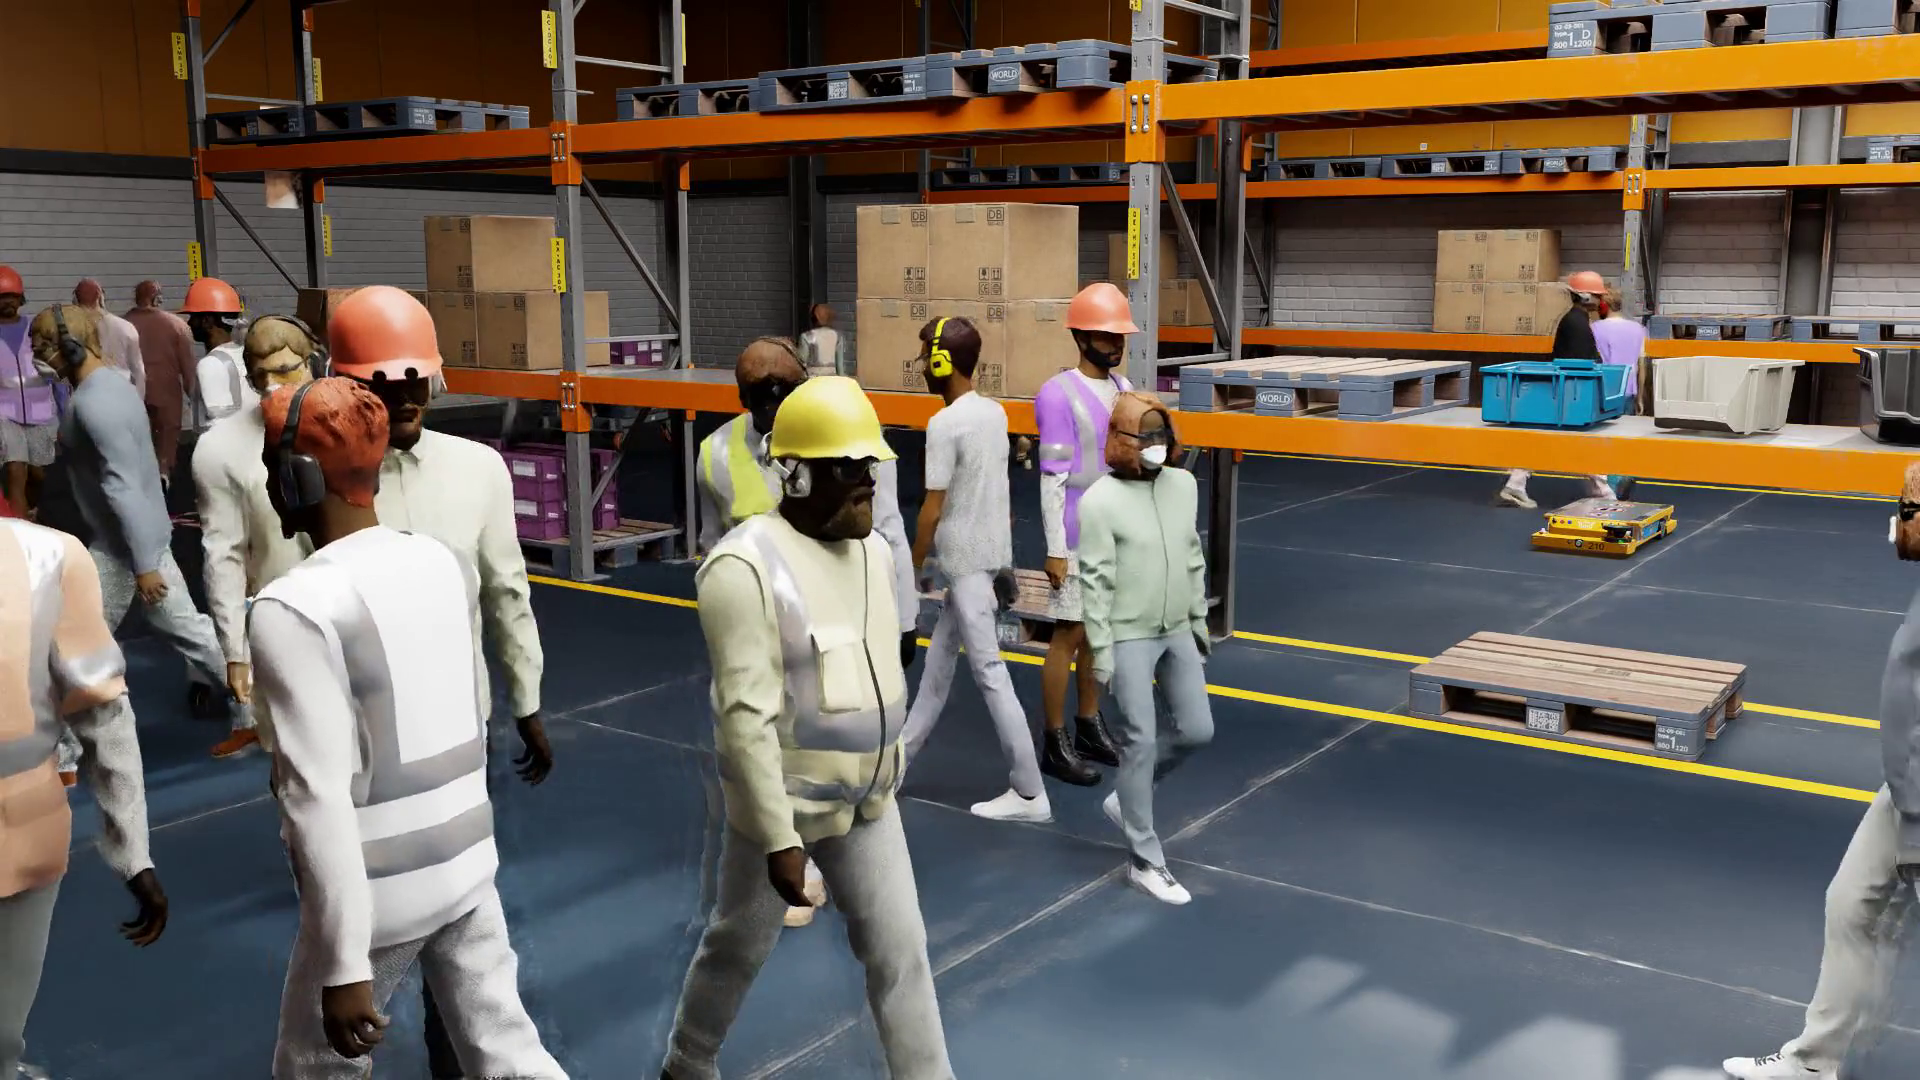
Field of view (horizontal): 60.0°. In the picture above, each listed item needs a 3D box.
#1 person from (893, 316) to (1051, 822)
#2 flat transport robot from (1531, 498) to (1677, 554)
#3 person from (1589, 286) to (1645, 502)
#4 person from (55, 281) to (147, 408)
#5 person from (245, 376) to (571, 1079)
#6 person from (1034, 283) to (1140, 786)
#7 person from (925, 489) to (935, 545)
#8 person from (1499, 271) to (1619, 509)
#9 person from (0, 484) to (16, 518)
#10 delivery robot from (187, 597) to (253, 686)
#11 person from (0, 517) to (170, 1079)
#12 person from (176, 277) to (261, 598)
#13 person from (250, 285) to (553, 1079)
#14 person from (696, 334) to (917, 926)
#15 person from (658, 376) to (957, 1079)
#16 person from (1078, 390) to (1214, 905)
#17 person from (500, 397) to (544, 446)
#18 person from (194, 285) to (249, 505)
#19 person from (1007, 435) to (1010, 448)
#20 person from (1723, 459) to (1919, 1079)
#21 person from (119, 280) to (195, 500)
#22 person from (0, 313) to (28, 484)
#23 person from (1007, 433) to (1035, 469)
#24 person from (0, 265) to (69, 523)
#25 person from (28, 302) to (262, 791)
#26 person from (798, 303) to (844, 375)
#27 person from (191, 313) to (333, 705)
[{"bbox_3d":[-0.061,0.114,6.030,0.926,1.818,0.557,4,10,22],"label":"person"},{"bbox_3d":[4.663,-0.116,11.991,0.652,0.197,1.431,7,12,35],"label":"flat transport robot"},{"bbox_3d":[5.377,-1.161,13.634,0.627,1.817,0.650,-3,10,-16],"label":"person"},{"bbox_3d":[-6.854,-1.122,13.288,0.653,1.855,1.011,-4,10,-23],"label":"person"},{"bbox_3d":[-0.937,0.626,2.965,1.013,1.836,0.609,3,10,18],"label":"person"},{"bbox_3d":[0.531,-0.025,6.493,0.365,1.935,0.552,8,12,38],"label":"person"},{"bbox_3d":[-0.047,-0.979,11.856,0.378,2.045,0.605,5,11,25],"label":"person"},{"bbox_3d":[4.909,-1.190,13.424,1.013,1.957,0.616,1,10,7],"label":"person"},{"bbox_3d":[-6.228,-0.542,10.216,0.561,1.707,0.889,7,12,34],"label":"person"},{"bbox_3d":[-3.053,0.488,7.269,0.707,0.478,0.477,6,11,33],"label":"delivery robot"},{"bbox_3d":[-1.825,0.592,3.030,1.012,1.870,0.595,9,13,43],"label":"person"},{"bbox_3d":[-3.666,-0.331,8.314,0.364,1.939,0.542,0,10,-2],"label":"person"},{"bbox_3d":[-1.293,0.407,3.836,0.536,1.974,0.635,9,13,42],"label":"person"},{"bbox_3d":[-0.467,0.251,5.245,0.684,1.813,0.668,1,10,8],"label":"person"},{"bbox_3d":[-0.333,0.535,3.638,0.944,1.788,0.592,7,12,37],"label":"person"},{"bbox_3d":[0.610,0.328,5.322,0.530,1.617,0.467,-7,12,-35],"label":"person"},{"bbox_3d":[-4.814,-1.957,18.265,0.567,1.841,0.915,5,11,26],"label":"person"},{"bbox_3d":[-5.976,-1.222,13.953,0.882,1.835,0.528,-6,11,-33],"label":"person"},{"bbox_3d":[0.297,-1.077,13.683,0.377,1.623,0.534,5,11,26],"label":"person"},{"bbox_3d":[2.281,0.600,3.793,0.812,1.600,0.508,5,11,29],"label":"person"},{"bbox_3d":[-6.875,-1.268,14.158,0.660,1.872,0.826,-2,10,-10],"label":"person"},{"bbox_3d":[-8.512,-1.364,14.759,0.627,1.844,0.429,-3,10,-19],"label":"person"},{"bbox_3d":[0.594,-1.685,16.072,0.689,2.000,0.668,-4,11,-25],"label":"person"},{"bbox_3d":[-6.422,-0.864,11.314,0.607,2.013,1.005,-8,13,-41],"label":"person"},{"bbox_3d":[-3.186,0.029,6.414,1.040,1.884,0.675,-4,10,-22],"label":"person"},{"bbox_3d":[-1.328,-1.470,16.038,0.517,1.622,0.456,-9,13,-43],"label":"person"},{"bbox_3d":[-1.884,0.266,4.971,0.677,1.874,0.986,-4,10,-21],"label":"person"}]
